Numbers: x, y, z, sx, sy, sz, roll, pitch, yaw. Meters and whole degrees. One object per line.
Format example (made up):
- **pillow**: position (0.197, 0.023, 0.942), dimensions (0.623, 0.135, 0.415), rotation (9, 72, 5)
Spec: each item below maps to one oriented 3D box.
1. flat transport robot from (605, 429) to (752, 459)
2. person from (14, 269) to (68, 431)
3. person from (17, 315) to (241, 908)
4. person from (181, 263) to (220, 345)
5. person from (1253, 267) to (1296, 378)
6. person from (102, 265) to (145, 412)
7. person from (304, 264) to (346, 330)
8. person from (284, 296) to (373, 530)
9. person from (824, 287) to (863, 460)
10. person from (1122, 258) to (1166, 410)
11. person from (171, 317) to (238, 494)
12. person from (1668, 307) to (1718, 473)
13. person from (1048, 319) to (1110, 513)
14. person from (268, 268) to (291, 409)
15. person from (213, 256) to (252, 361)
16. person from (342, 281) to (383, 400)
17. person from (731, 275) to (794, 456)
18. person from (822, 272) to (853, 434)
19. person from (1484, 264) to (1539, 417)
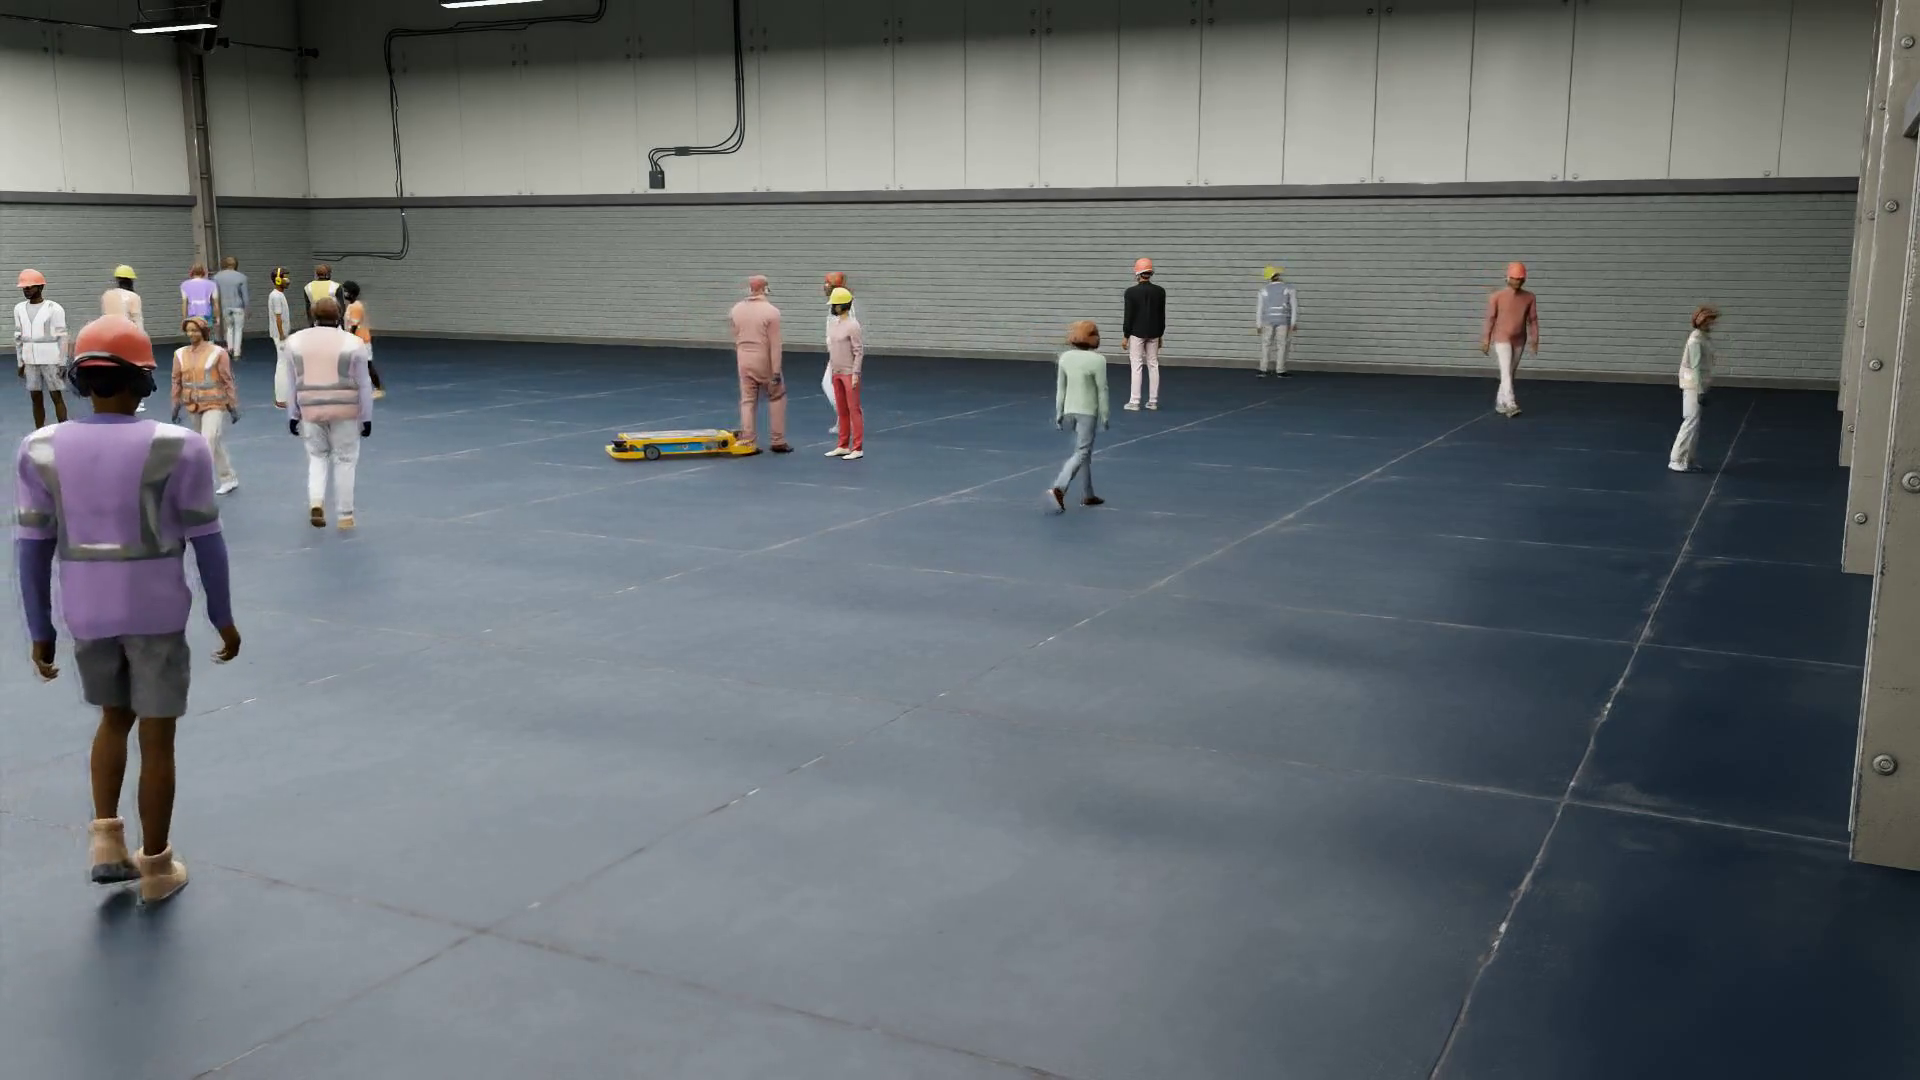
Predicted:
- **flat transport robot**: position (-2.948, -1.012, 17.391), dimensions (1.431, 0.197, 0.652), rotation (-4, 11, -19)
- **person**: position (-9.841, -1.920, 17.798), dimensions (0.552, 1.935, 0.369), rotation (1, 10, 3)
- **person**: position (-2.835, 0.255, 5.704), dimensions (0.621, 2.028, 0.461), rotation (-1, 10, -3)
- **person**: position (-13.066, -3.852, 28.645), dimensions (0.575, 1.825, 0.595), rotation (-4, 11, -22)
- **person**: position (5.078, -3.497, 26.830), dimensions (0.672, 1.786, 0.407), rotation (2, 11, 12)
- **person**: position (-10.883, -2.624, 21.797), dimensions (0.616, 1.895, 0.702), rotation (4, 11, 20)
- **person**: position (-9.949, -3.409, 26.172), dimensions (0.625, 1.846, 0.429), rotation (1, 10, 3)
- **person**: position (-4.872, -0.968, 12.894), dimensions (0.650, 1.831, 0.445), rotation (-1, 10, -5)
- **person**: position (-1.191, -1.707, 17.111), dimensions (0.330, 1.765, 0.526), rotation (-7, 13, -34)
- **person**: position (2.417, -2.705, 21.915), dimensions (0.612, 1.997, 0.375), rotation (-4, 11, -23)
- **person**: position (-6.608, -1.146, 14.496), dimensions (0.536, 1.589, 0.883), rotation (2, 11, 11)
- **person**: position (7.129, -1.452, 16.138), dimensions (0.340, 1.614, 0.607), rotation (5, 11, 24)
- **person**: position (0.979, -1.042, 13.915), dimensions (0.747, 1.612, 0.513), rotation (-10, 14, -42)
- **person**: position (-9.019, -2.681, 22.146), dimensions (0.310, 1.864, 0.532), rotation (-4, 11, -23)
- **person**: position (-13.352, -4.263, 30.625), dimensions (0.652, 1.914, 0.487), rotation (0, 10, 2)
- **person**: position (-8.467, -2.751, 23.071), dimensions (0.857, 1.652, 0.539), rotation (-7, 12, -32)
- **person**: position (-2.050, -1.828, 17.468), dimensions (0.640, 1.875, 0.701), rotation (5, 12, 27)
- **person**: position (-1.387, -2.136, 19.143), dimensions (0.484, 1.870, 0.634), rotation (0, 10, 0)
- **person**: position (7.054, -2.550, 21.246), dimensions (0.636, 1.935, 1.074), rotation (-1, 10, -4)
